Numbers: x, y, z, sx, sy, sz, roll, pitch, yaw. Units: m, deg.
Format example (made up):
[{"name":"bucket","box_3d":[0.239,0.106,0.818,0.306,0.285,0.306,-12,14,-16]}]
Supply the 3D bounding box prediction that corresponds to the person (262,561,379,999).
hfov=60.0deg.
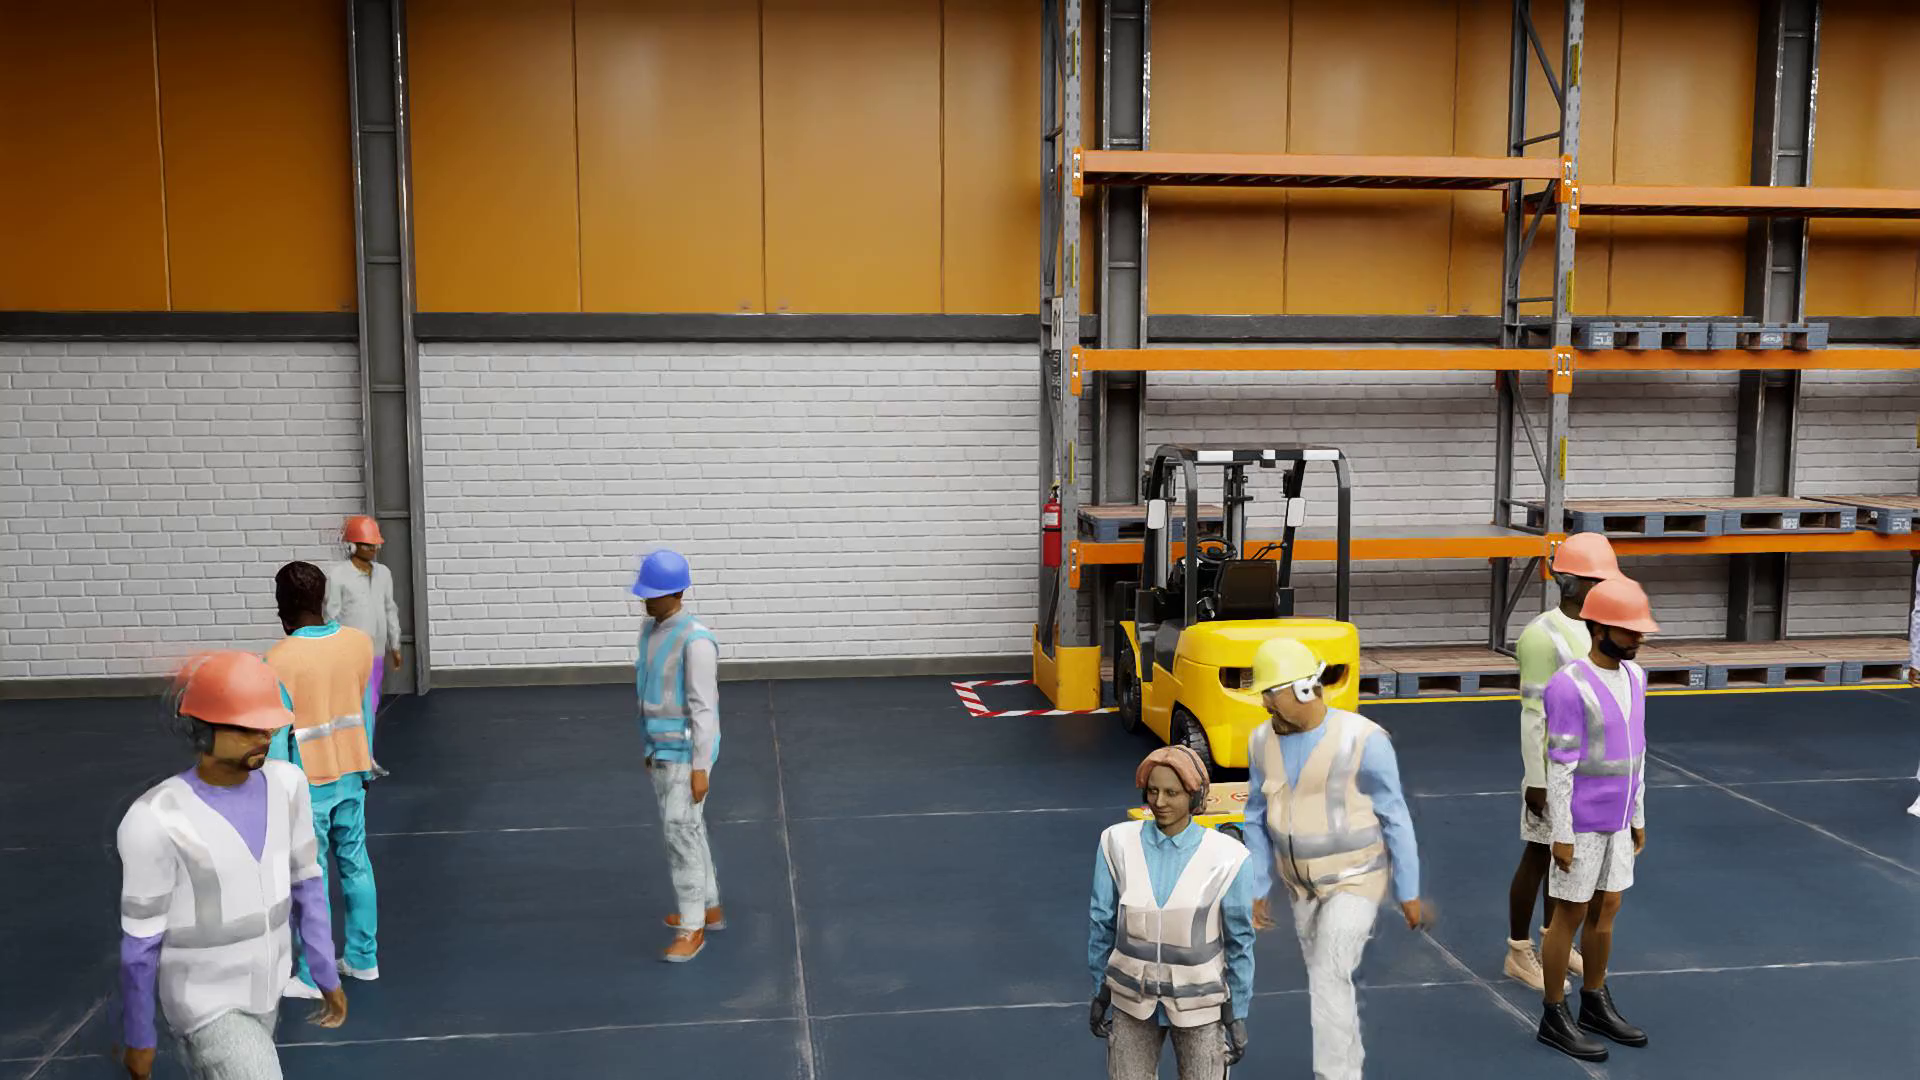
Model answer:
[{"name":"person","box_3d":[-2.787,1.043,7.264,0.401,1.911,0.590,3,7,25]}]

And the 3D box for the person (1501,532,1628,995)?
[{"name":"person","box_3d":[2.689,0.976,7.316,0.606,2.035,0.410,-6,9,-40]}]

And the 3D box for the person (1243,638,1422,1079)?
[{"name":"person","box_3d":[1.286,1.252,6.041,0.670,1.777,0.664,-5,8,-37]}]

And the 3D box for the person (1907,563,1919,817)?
[{"name":"person","box_3d":[6.016,0.733,9.946,0.591,1.914,0.383,5,8,39]}]

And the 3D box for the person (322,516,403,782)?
[{"name":"person","box_3d":[-3.860,0.710,10.880,0.454,1.737,0.588,3,7,22]}]

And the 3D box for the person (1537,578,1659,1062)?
[{"name":"person","box_3d":[2.567,1.104,6.647,0.544,1.930,0.389,-4,8,-34]}]

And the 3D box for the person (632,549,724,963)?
[{"name":"person","box_3d":[-1.310,0.983,7.819,0.520,1.923,0.641,-4,8,-34]}]

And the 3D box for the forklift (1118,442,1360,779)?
[{"name":"forklift","box_3d":[1.912,0.418,11.496,1.214,2.155,2.313,-1,7,-8]}]

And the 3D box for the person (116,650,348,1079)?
[{"name":"person","box_3d":[-2.183,1.285,4.849,1.063,1.994,0.618,3,7,21]}]

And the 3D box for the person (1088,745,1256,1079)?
[{"name":"person","box_3d":[0.637,1.427,5.064,0.514,1.641,0.309,3,7,21]}]
